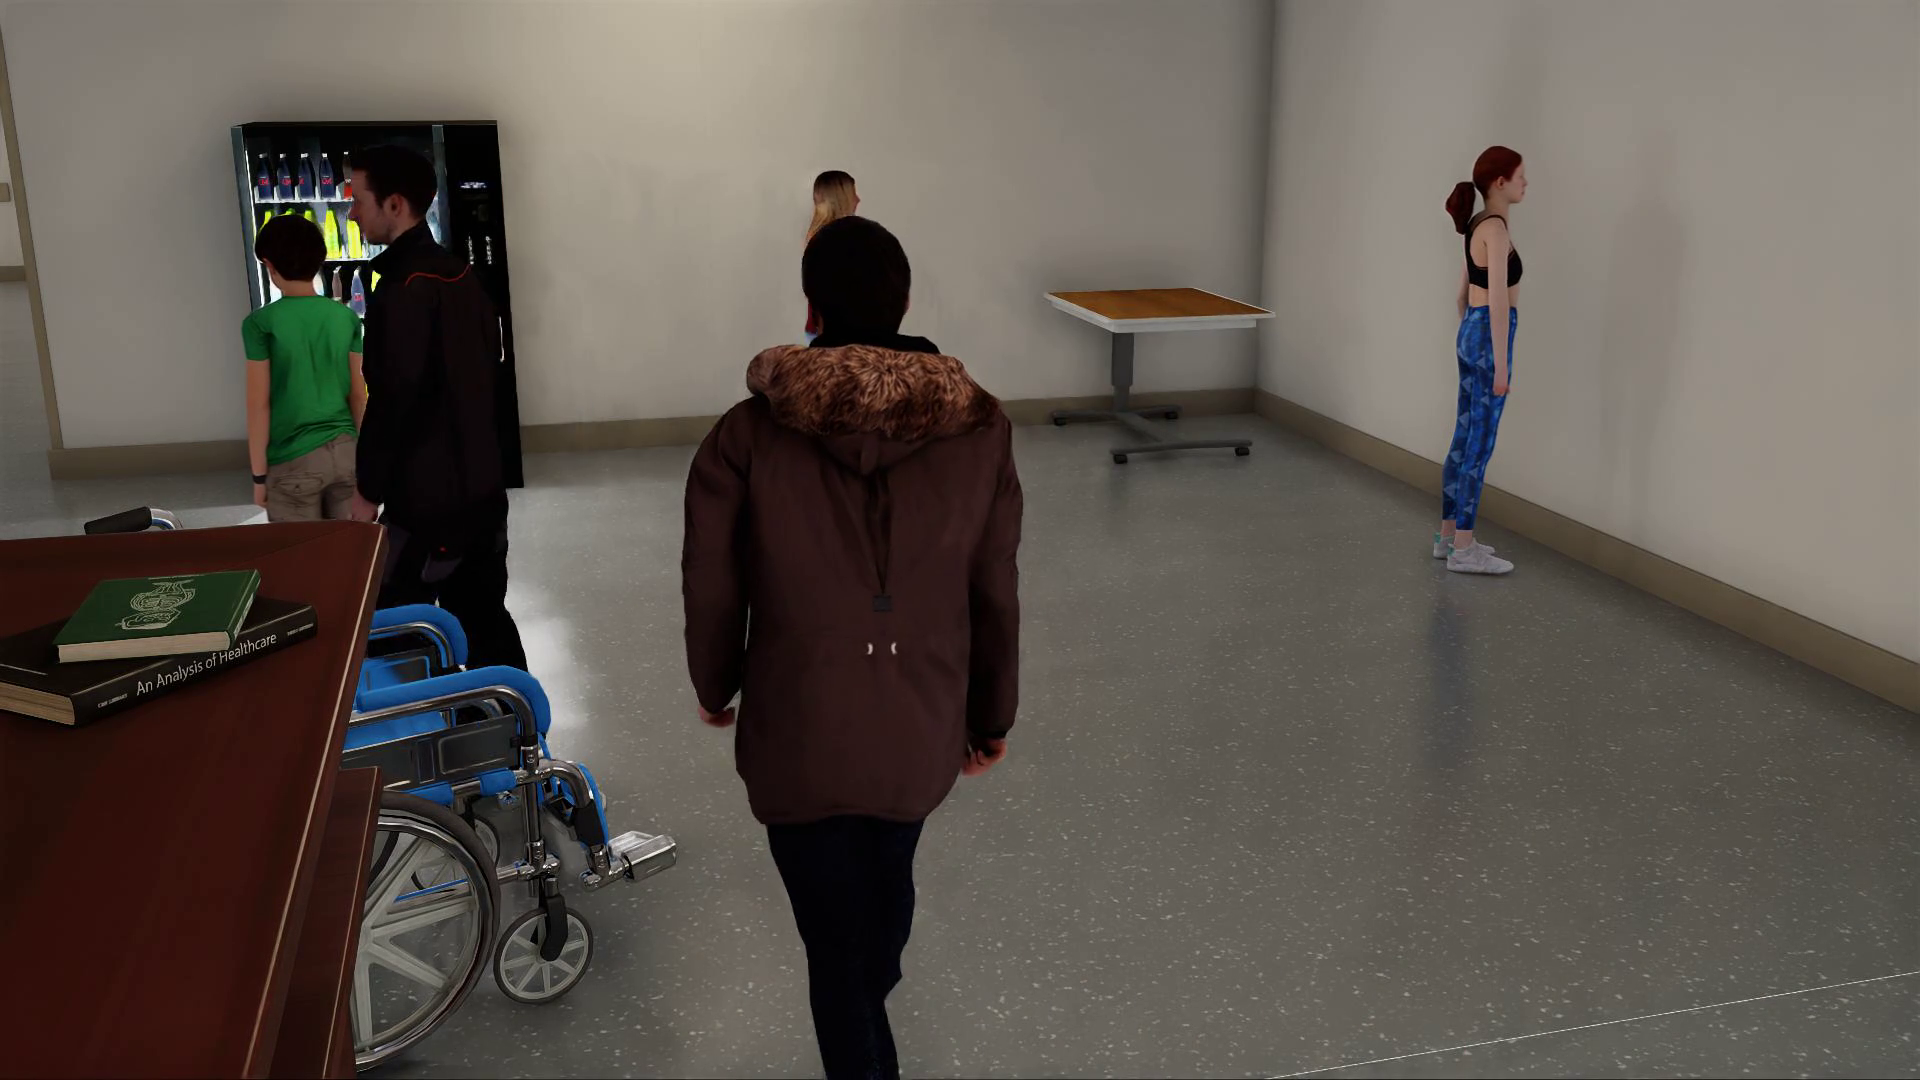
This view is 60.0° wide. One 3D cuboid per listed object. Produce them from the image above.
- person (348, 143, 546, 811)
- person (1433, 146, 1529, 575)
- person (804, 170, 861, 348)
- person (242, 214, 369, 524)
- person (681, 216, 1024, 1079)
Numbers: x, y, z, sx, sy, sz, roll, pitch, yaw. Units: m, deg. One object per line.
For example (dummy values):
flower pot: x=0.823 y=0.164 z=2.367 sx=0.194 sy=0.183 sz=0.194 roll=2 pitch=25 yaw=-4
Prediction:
person: x=-1.370 y=-0.107 z=4.563 sx=0.855 sy=1.889 sz=0.822 roll=4 pitch=16 yaw=14
person: x=2.225 y=-0.758 z=7.063 sx=0.650 sy=1.785 sz=0.635 roll=0 pitch=16 yaw=0
person: x=-0.688 y=-0.957 z=8.071 sx=0.597 sy=1.621 sz=0.632 roll=-2 pitch=16 yaw=-8
person: x=-2.106 y=-0.235 z=5.459 sx=0.717 sy=1.649 sz=0.632 roll=13 pitch=20 yaw=39
person: x=-0.172 y=0.393 z=2.977 sx=1.128 sy=1.787 sz=0.841 roll=-5 pitch=17 yaw=-17
